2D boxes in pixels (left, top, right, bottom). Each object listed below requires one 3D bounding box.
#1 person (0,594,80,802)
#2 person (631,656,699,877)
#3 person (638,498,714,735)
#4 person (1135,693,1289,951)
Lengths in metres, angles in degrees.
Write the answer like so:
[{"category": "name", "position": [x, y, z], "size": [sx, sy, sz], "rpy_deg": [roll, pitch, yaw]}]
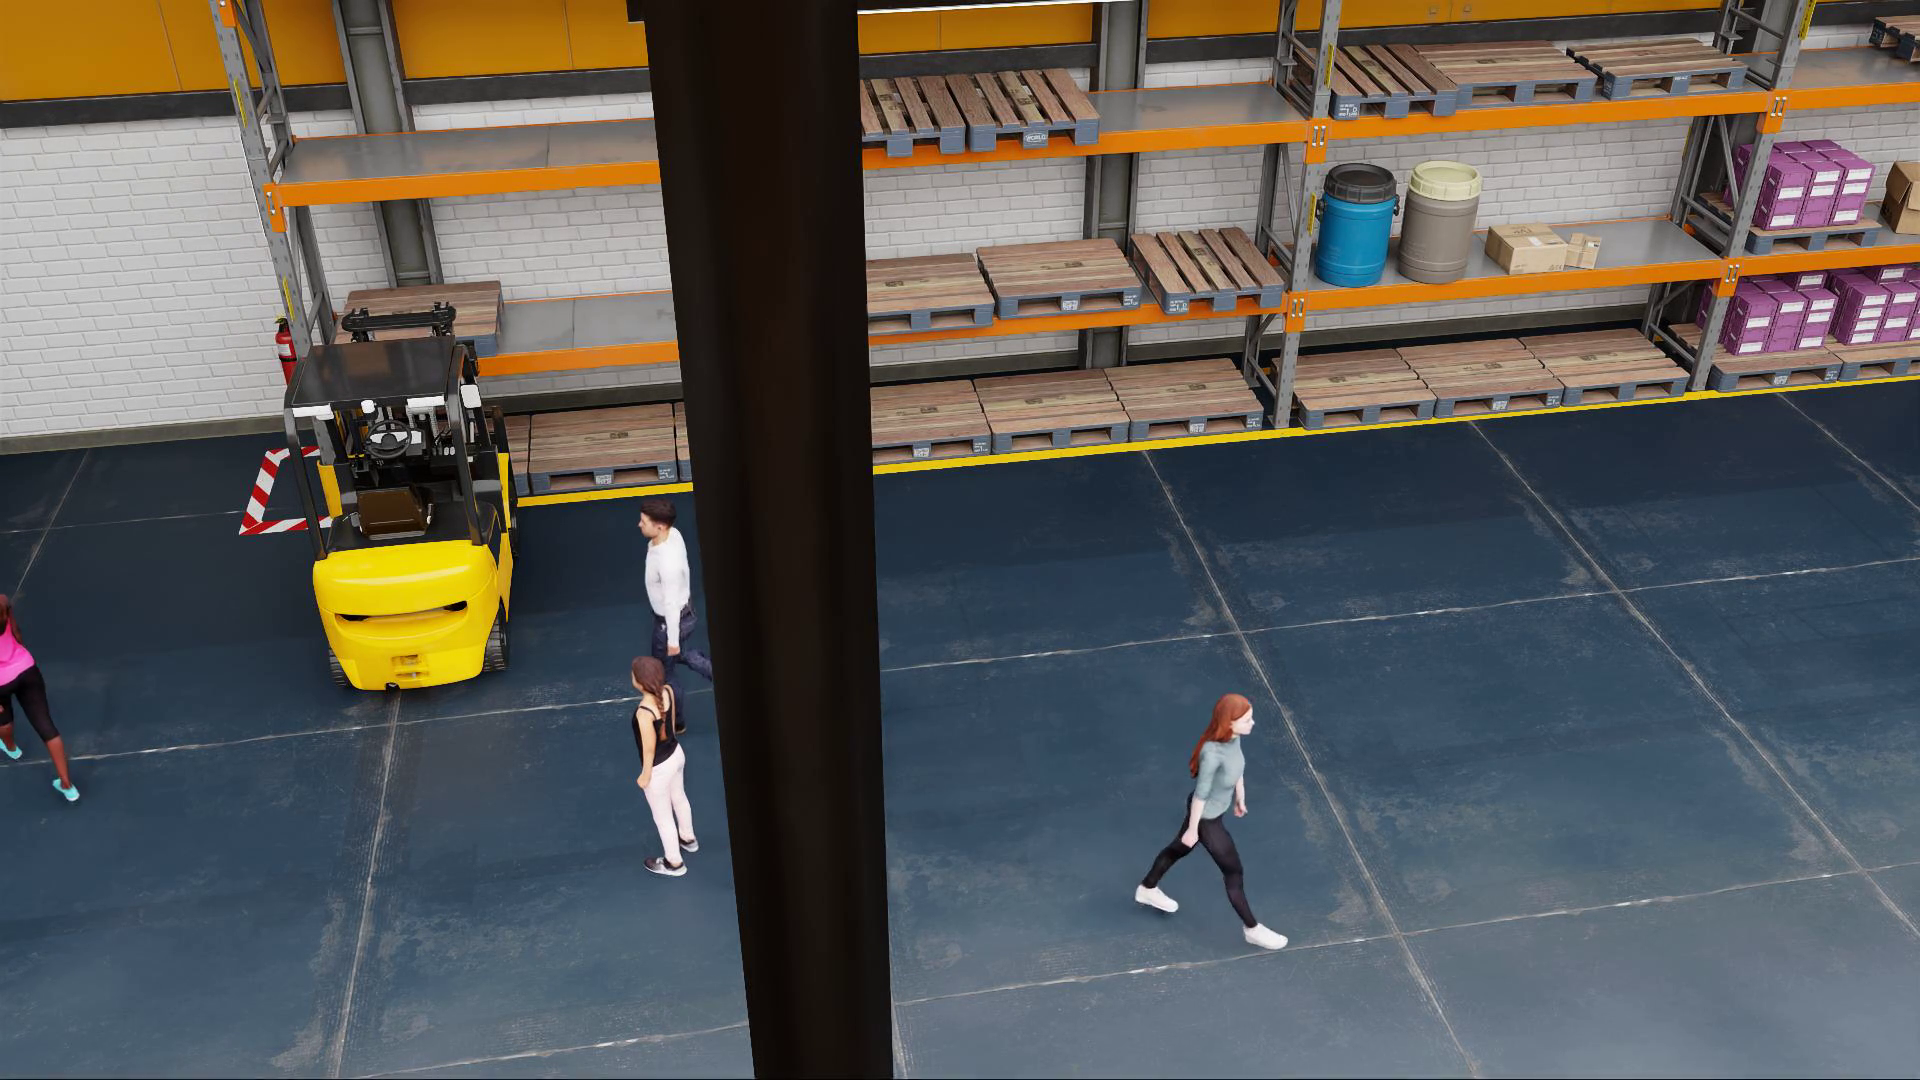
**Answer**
[{"category": "person", "position": [-5.847, 0.918, 10.336], "size": [1.080, 1.663, 1.089], "rpy_deg": [25, 41, 32]}, {"category": "person", "position": [-1.762, 1.317, 9.824], "size": [0.642, 1.564, 0.616], "rpy_deg": [11, 35, 16]}, {"category": "person", "position": [-1.776, 0.503, 10.794], "size": [0.991, 1.847, 0.675], "rpy_deg": [-3, 34, -4]}, {"category": "person", "position": [1.332, 1.542, 9.377], "size": [1.215, 1.685, 1.030], "rpy_deg": [14, 36, 21]}]
